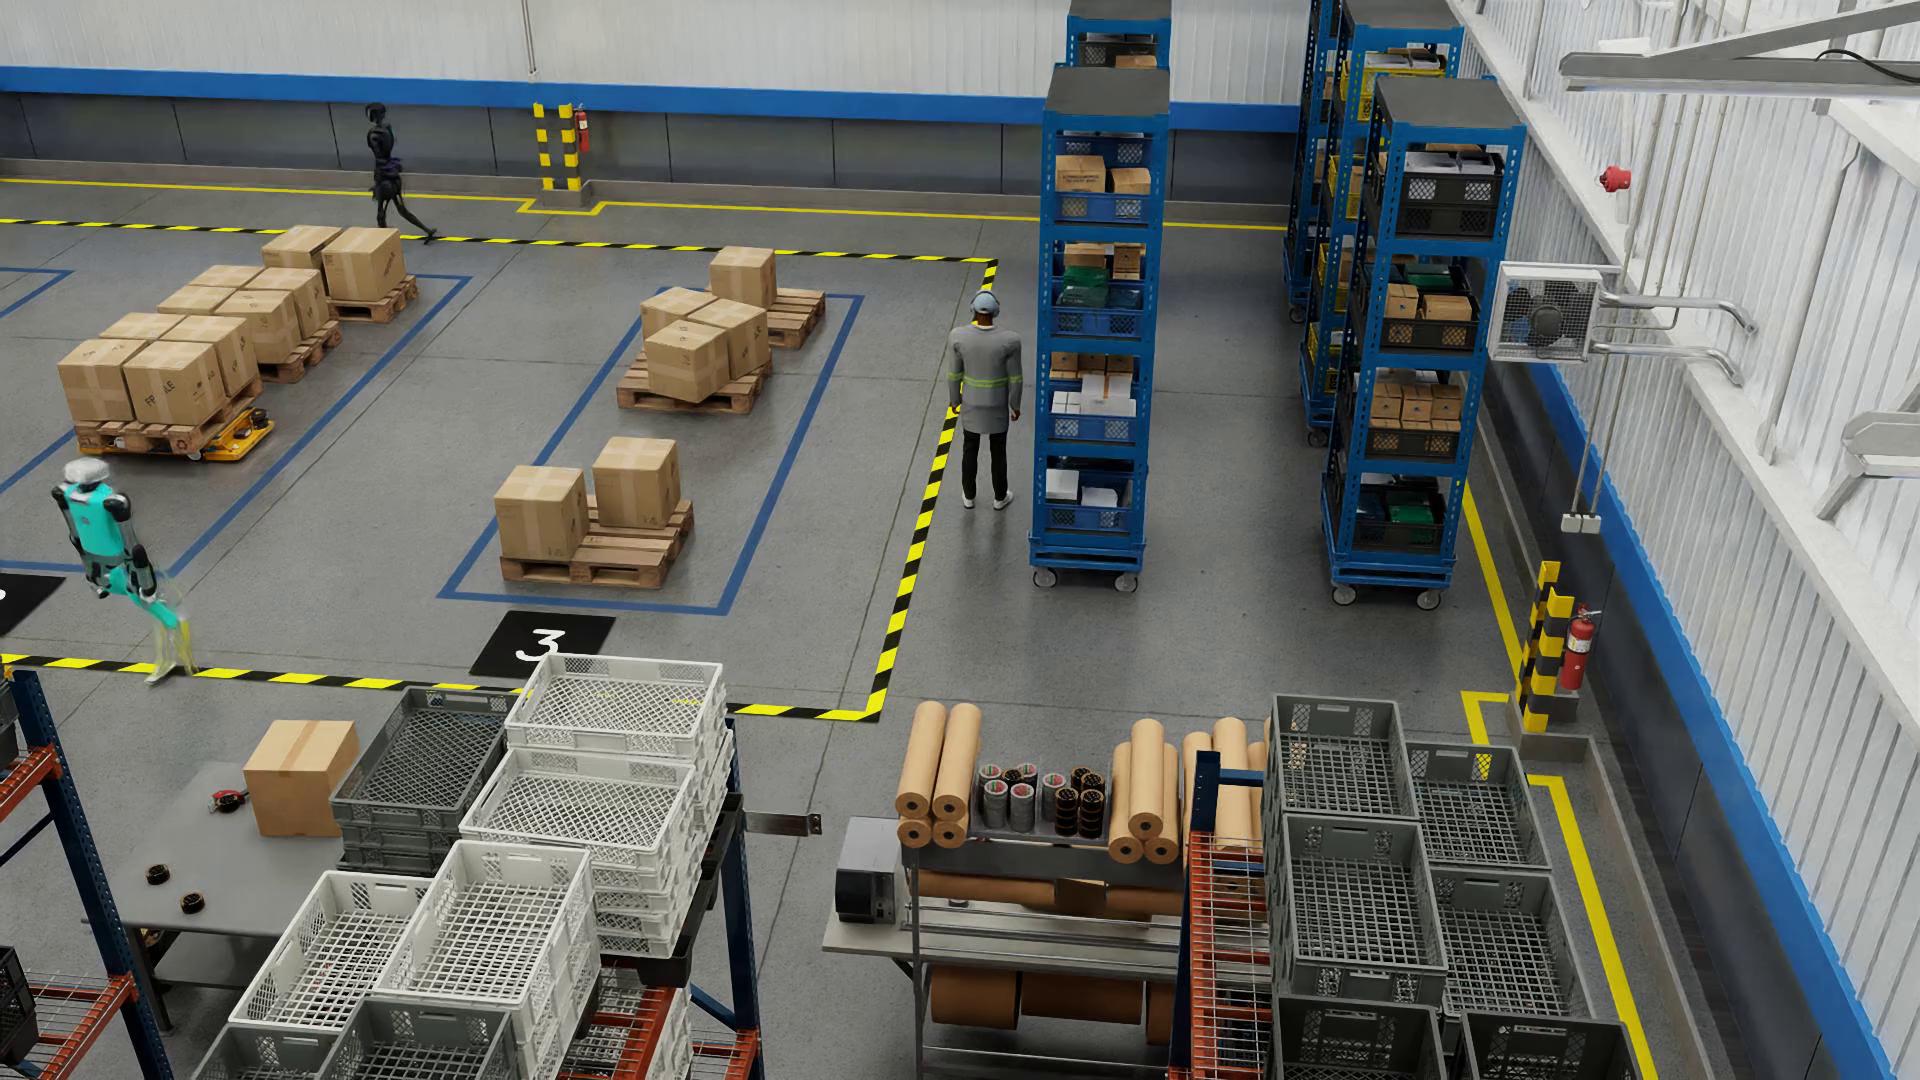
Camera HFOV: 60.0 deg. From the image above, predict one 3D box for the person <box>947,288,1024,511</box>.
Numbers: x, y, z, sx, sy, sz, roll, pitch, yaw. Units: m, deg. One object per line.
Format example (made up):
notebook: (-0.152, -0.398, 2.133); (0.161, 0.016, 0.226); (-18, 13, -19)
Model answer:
person: (0.202, -1.093, 12.977); (0.591, 1.852, 0.369); (5, 31, 8)

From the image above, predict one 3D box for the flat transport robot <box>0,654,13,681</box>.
flat transport robot: (-7.142, 0.969, 11.010); (1.431, 0.231, 0.659); (3, 30, 6)

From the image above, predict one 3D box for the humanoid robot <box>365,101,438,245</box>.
humanoid robot: (-6.182, -3.952, 18.098); (0.734, 1.640, 0.589); (-2, 30, -4)

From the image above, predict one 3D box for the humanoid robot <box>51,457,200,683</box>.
humanoid robot: (-5.362, 0.234, 10.925); (0.541, 1.895, 0.712); (10, 32, 16)

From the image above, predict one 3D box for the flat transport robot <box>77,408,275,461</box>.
flat transport robot: (-6.728, -0.944, 14.268); (1.431, 0.197, 0.652); (3, 30, 6)
